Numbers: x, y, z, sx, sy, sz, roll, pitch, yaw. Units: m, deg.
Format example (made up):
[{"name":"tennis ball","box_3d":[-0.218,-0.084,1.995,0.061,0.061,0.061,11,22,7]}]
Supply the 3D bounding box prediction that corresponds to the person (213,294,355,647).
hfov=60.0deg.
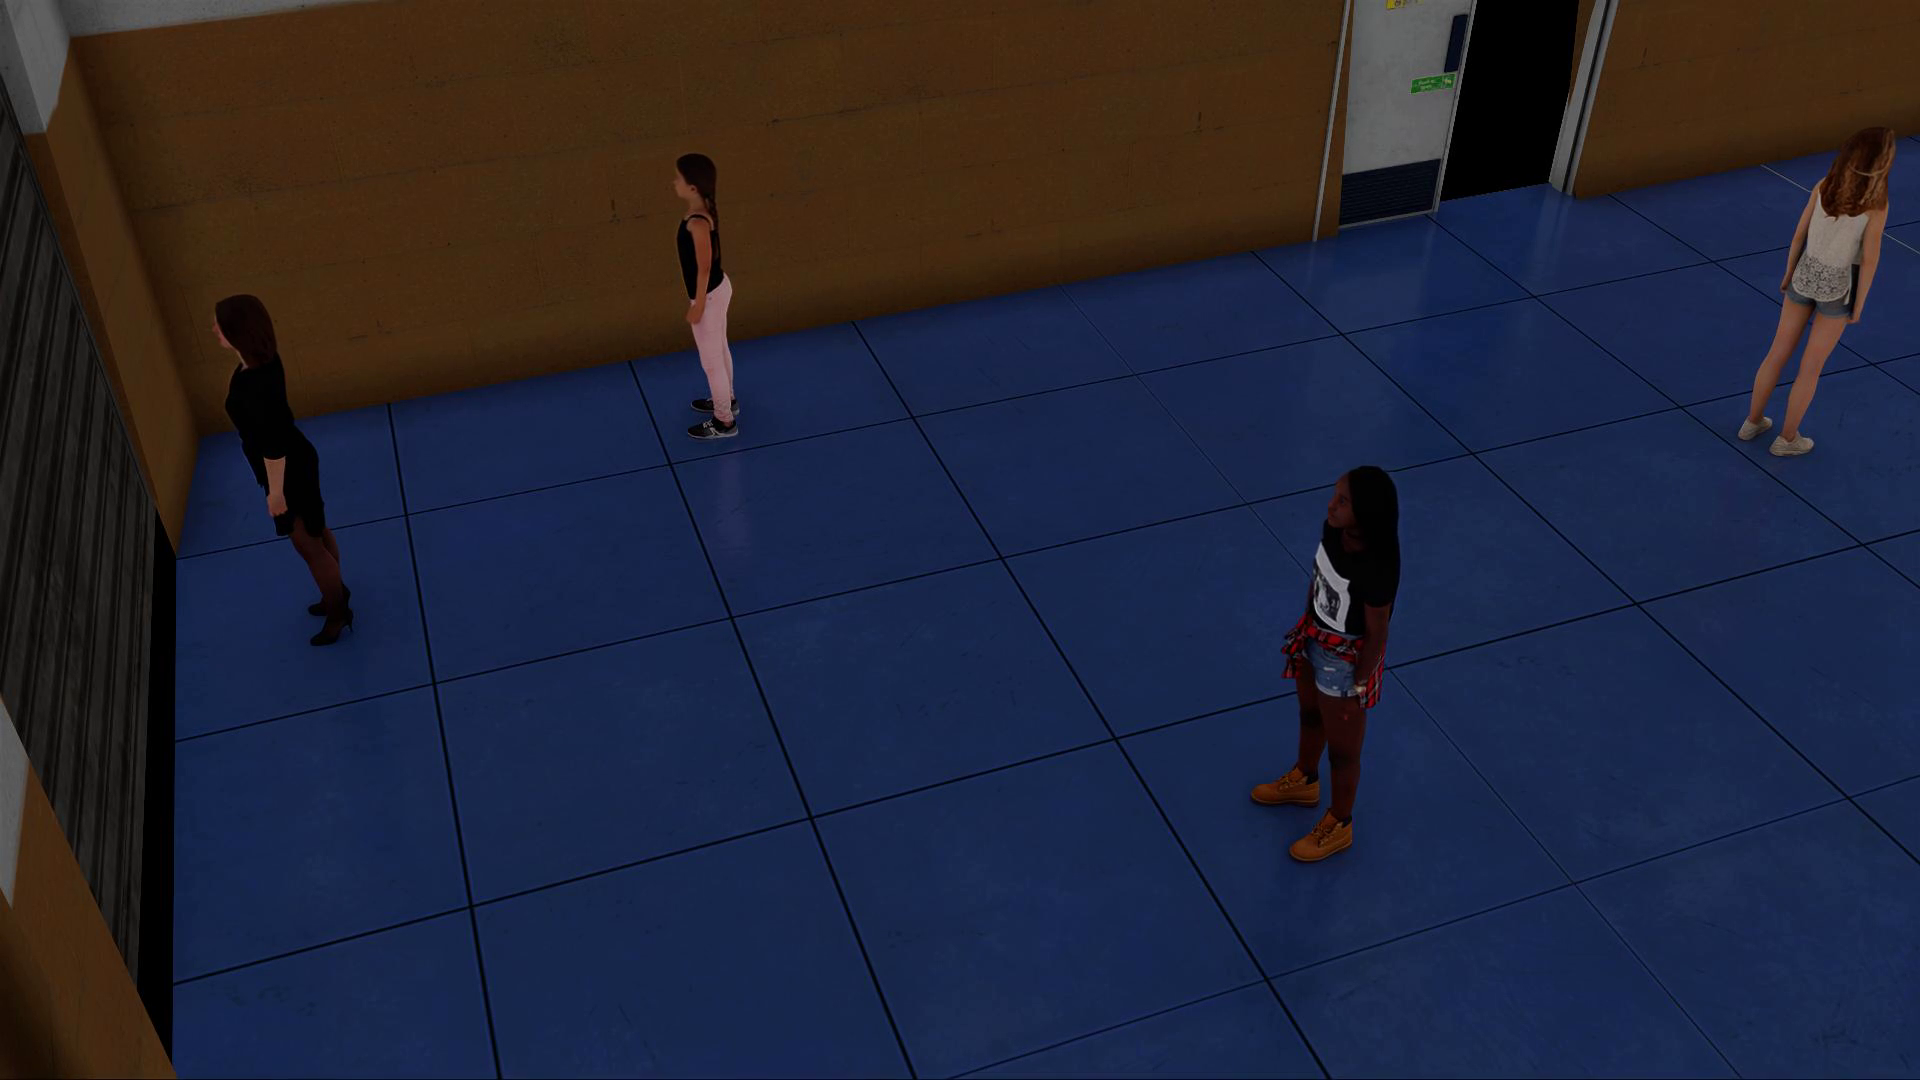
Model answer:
[{"name":"person","box_3d":[-2.864,-0.288,7.097,0.652,1.706,0.439,-10,38,-13]}]

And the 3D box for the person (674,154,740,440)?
[{"name":"person","box_3d":[-1.291,-1.249,8.509,0.661,1.565,0.555,1,37,1]}]

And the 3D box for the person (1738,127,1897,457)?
[{"name":"person","box_3d":[4.299,-1.232,8.325,0.689,1.759,0.521,-21,42,-26]}]

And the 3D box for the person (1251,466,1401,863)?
[{"name":"person","box_3d":[1.386,0.451,6.109,0.671,1.728,0.541,-10,38,-13]}]
